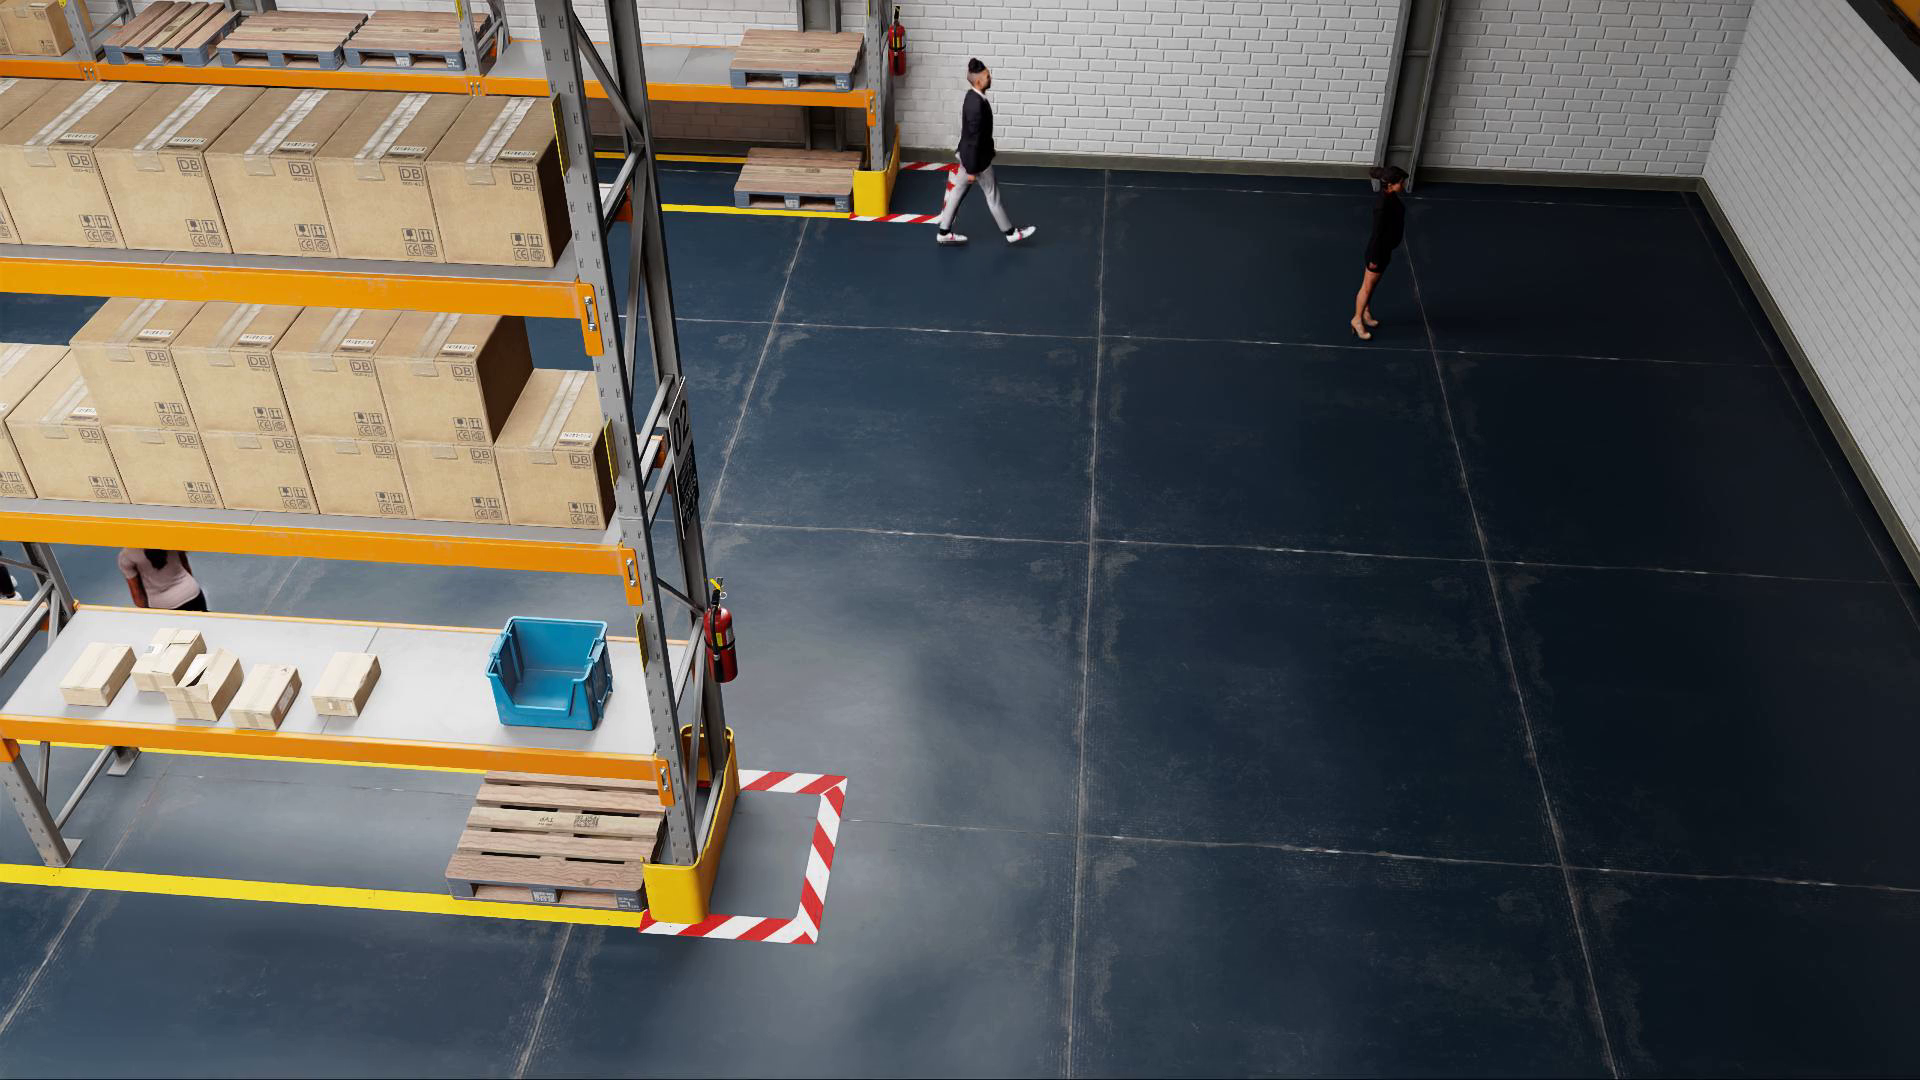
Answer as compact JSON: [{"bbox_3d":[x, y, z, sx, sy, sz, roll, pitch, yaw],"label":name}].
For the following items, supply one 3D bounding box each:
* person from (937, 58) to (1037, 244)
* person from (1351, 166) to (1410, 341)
[{"bbox_3d":[0.047,-3.667,15.900,1.243,1.898,0.847,-2,39,-2],"label":"person"},{"bbox_3d":[3.704,-2.552,14.713,0.678,1.637,0.628,14,41,16],"label":"person"}]
